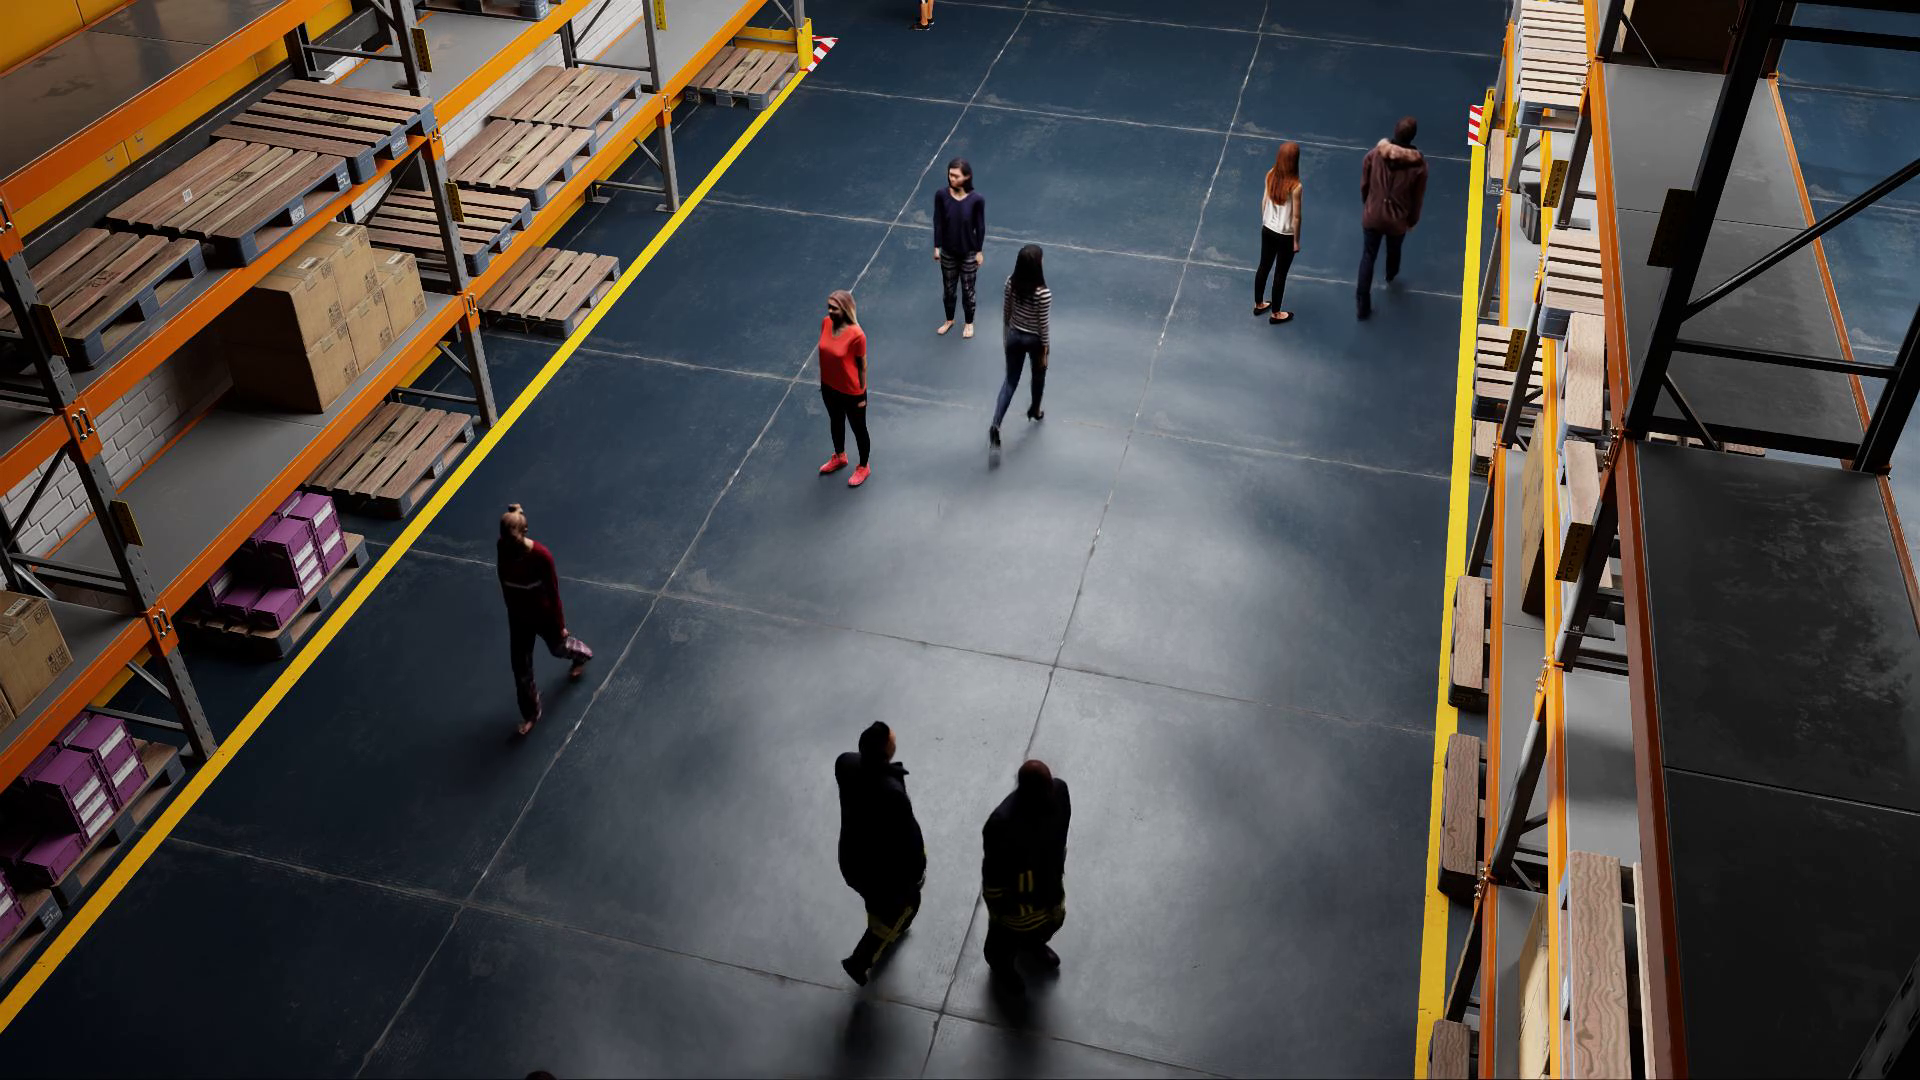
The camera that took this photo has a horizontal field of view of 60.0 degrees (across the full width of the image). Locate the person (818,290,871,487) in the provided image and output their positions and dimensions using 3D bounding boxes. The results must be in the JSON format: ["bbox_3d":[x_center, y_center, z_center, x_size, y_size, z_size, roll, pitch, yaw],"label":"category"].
[{"bbox_3d":[-0.896,-1.203,13.010,0.667,1.693,0.654,26,45,29],"label":"person"}]

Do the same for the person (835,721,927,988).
[{"bbox_3d":[-0.498,1.735,9.210,1.071,1.844,0.981,-31,48,-33],"label":"person"}]

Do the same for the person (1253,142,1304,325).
[{"bbox_3d":[2.867,-2.763,14.941,0.685,1.721,0.653,-26,45,-28],"label":"person"}]

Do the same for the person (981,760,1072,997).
[{"bbox_3d":[0.339,1.803,9.153,0.858,1.809,0.944,-29,47,-31],"label":"person"}]

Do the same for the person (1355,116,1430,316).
[{"bbox_3d":[3.829,-2.887,15.043,0.866,1.787,1.226,15,41,18],"label":"person"}]

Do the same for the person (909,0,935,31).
[{"bbox_3d":[-0.471,-7.136,20.459,0.649,1.669,0.445,12,40,14],"label":"person"}]

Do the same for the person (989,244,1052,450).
[{"bbox_3d":[0.472,-1.514,13.347,0.813,1.759,1.163,21,43,24],"label":"person"}]

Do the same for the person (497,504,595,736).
[{"bbox_3d":[-2.757,0.435,10.987,0.668,1.659,1.047,12,40,14],"label":"person"}]

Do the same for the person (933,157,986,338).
[{"bbox_3d":[0.001,-2.603,14.732,0.601,1.732,0.496,9,39,11],"label":"person"}]
